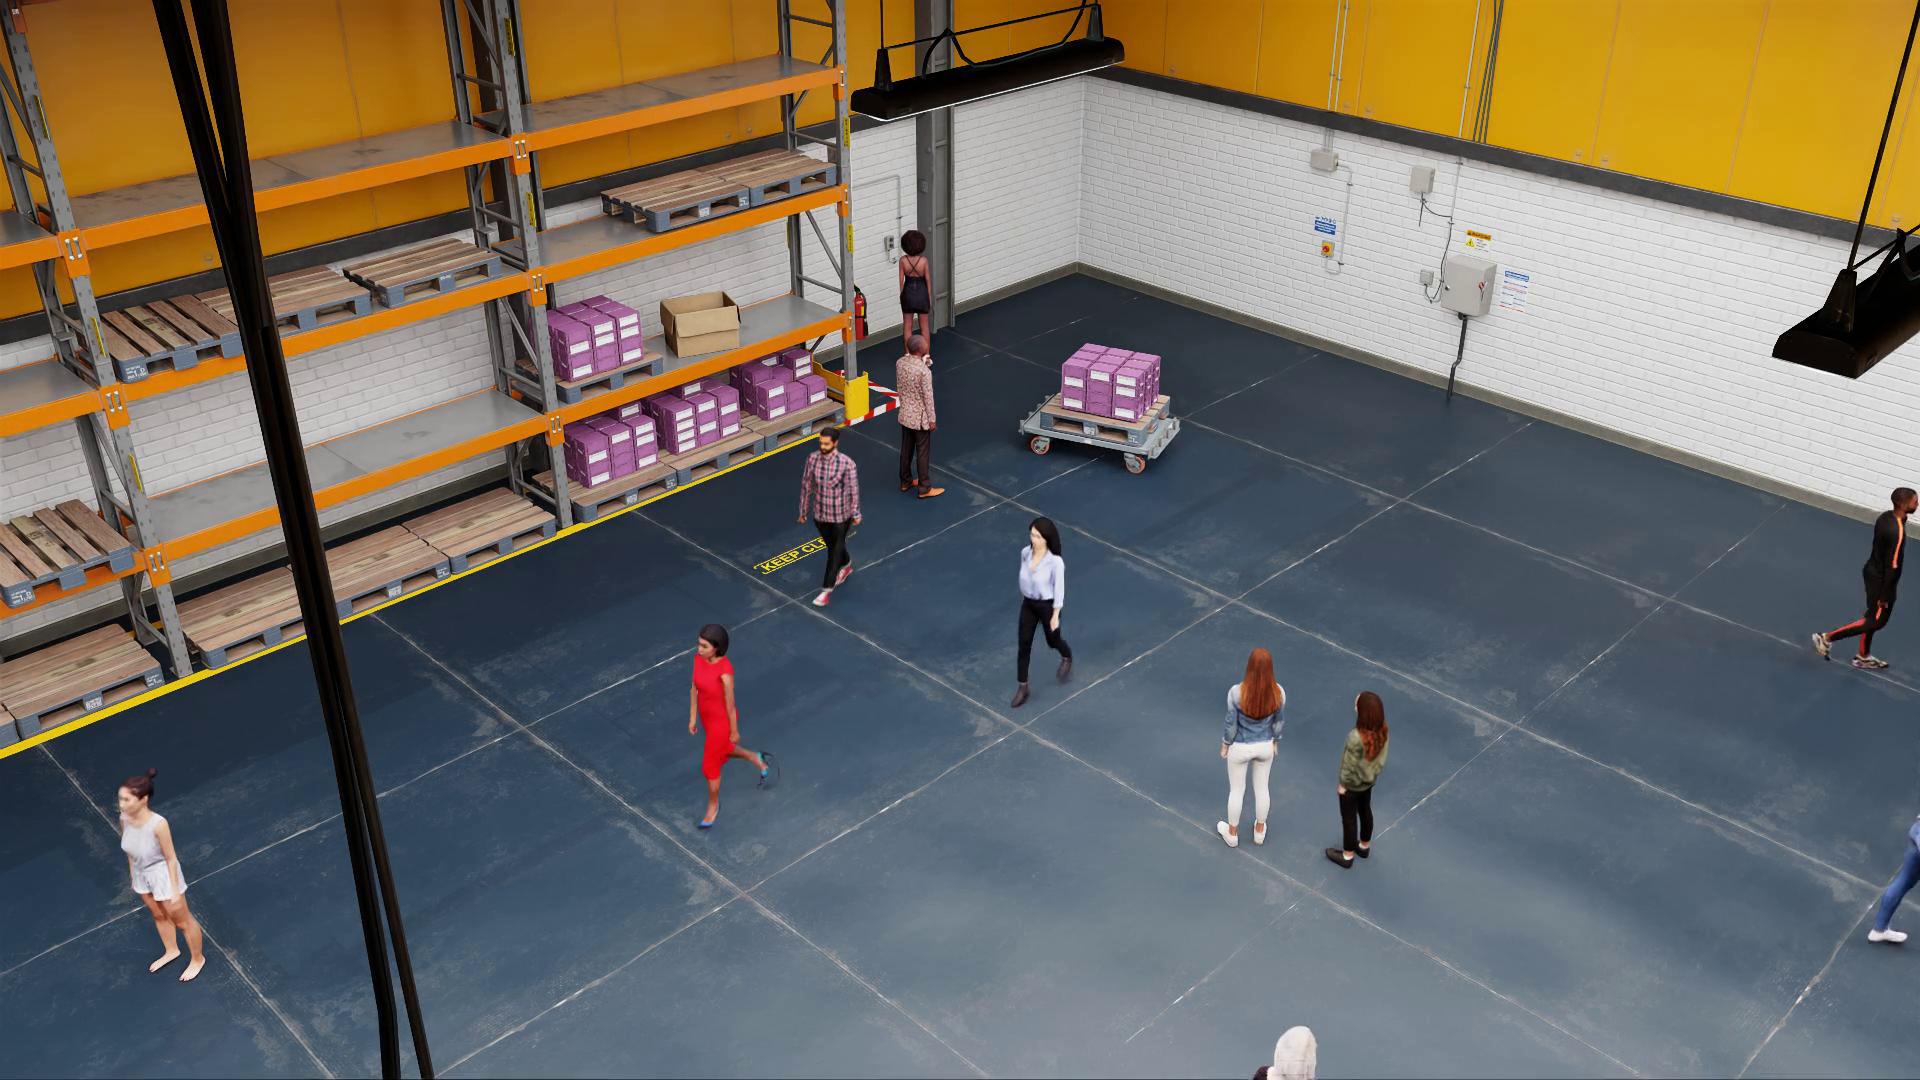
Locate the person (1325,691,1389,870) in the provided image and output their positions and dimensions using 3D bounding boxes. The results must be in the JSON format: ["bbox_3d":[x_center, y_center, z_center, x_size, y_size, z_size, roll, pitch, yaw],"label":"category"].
[{"bbox_3d":[2.965,1.766,12.316,0.429,1.475,0.627,-25,37,-38],"label":"person"}]

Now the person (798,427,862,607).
[{"bbox_3d":[-1.181,-0.285,15.816,0.974,1.725,1.227,13,31,22],"label":"person"}]

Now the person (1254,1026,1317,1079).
[{"bbox_3d":[1.718,3.392,9.007,0.902,1.790,1.214,11,30,19],"label":"person"}]

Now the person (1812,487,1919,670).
[{"bbox_3d":[7.976,0.345,14.589,0.978,1.793,0.997,6,29,11],"label":"person"}]

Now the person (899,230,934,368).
[{"bbox_3d":[-0.557,-2.990,20.707,0.658,1.789,0.708,2,29,4],"label":"person"}]

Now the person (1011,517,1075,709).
[{"bbox_3d":[0.768,0.574,14.239,0.739,1.727,1.055,20,34,32],"label":"person"}]

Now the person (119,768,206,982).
[{"bbox_3d":[-5.427,2.268,11.261,0.647,1.604,0.667,11,31,20],"label":"person"}]

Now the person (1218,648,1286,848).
[{"bbox_3d":[2.185,1.559,12.459,0.662,1.702,0.750,-3,29,-6],"label":"person"}]

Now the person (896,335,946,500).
[{"bbox_3d":[-0.466,-1.321,17.628,0.578,1.808,0.673,-24,37,-37],"label":"person"}]

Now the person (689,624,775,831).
[{"bbox_3d":[-1.793,1.375,12.783,1.031,1.715,0.573,-25,37,-38],"label":"person"}]
